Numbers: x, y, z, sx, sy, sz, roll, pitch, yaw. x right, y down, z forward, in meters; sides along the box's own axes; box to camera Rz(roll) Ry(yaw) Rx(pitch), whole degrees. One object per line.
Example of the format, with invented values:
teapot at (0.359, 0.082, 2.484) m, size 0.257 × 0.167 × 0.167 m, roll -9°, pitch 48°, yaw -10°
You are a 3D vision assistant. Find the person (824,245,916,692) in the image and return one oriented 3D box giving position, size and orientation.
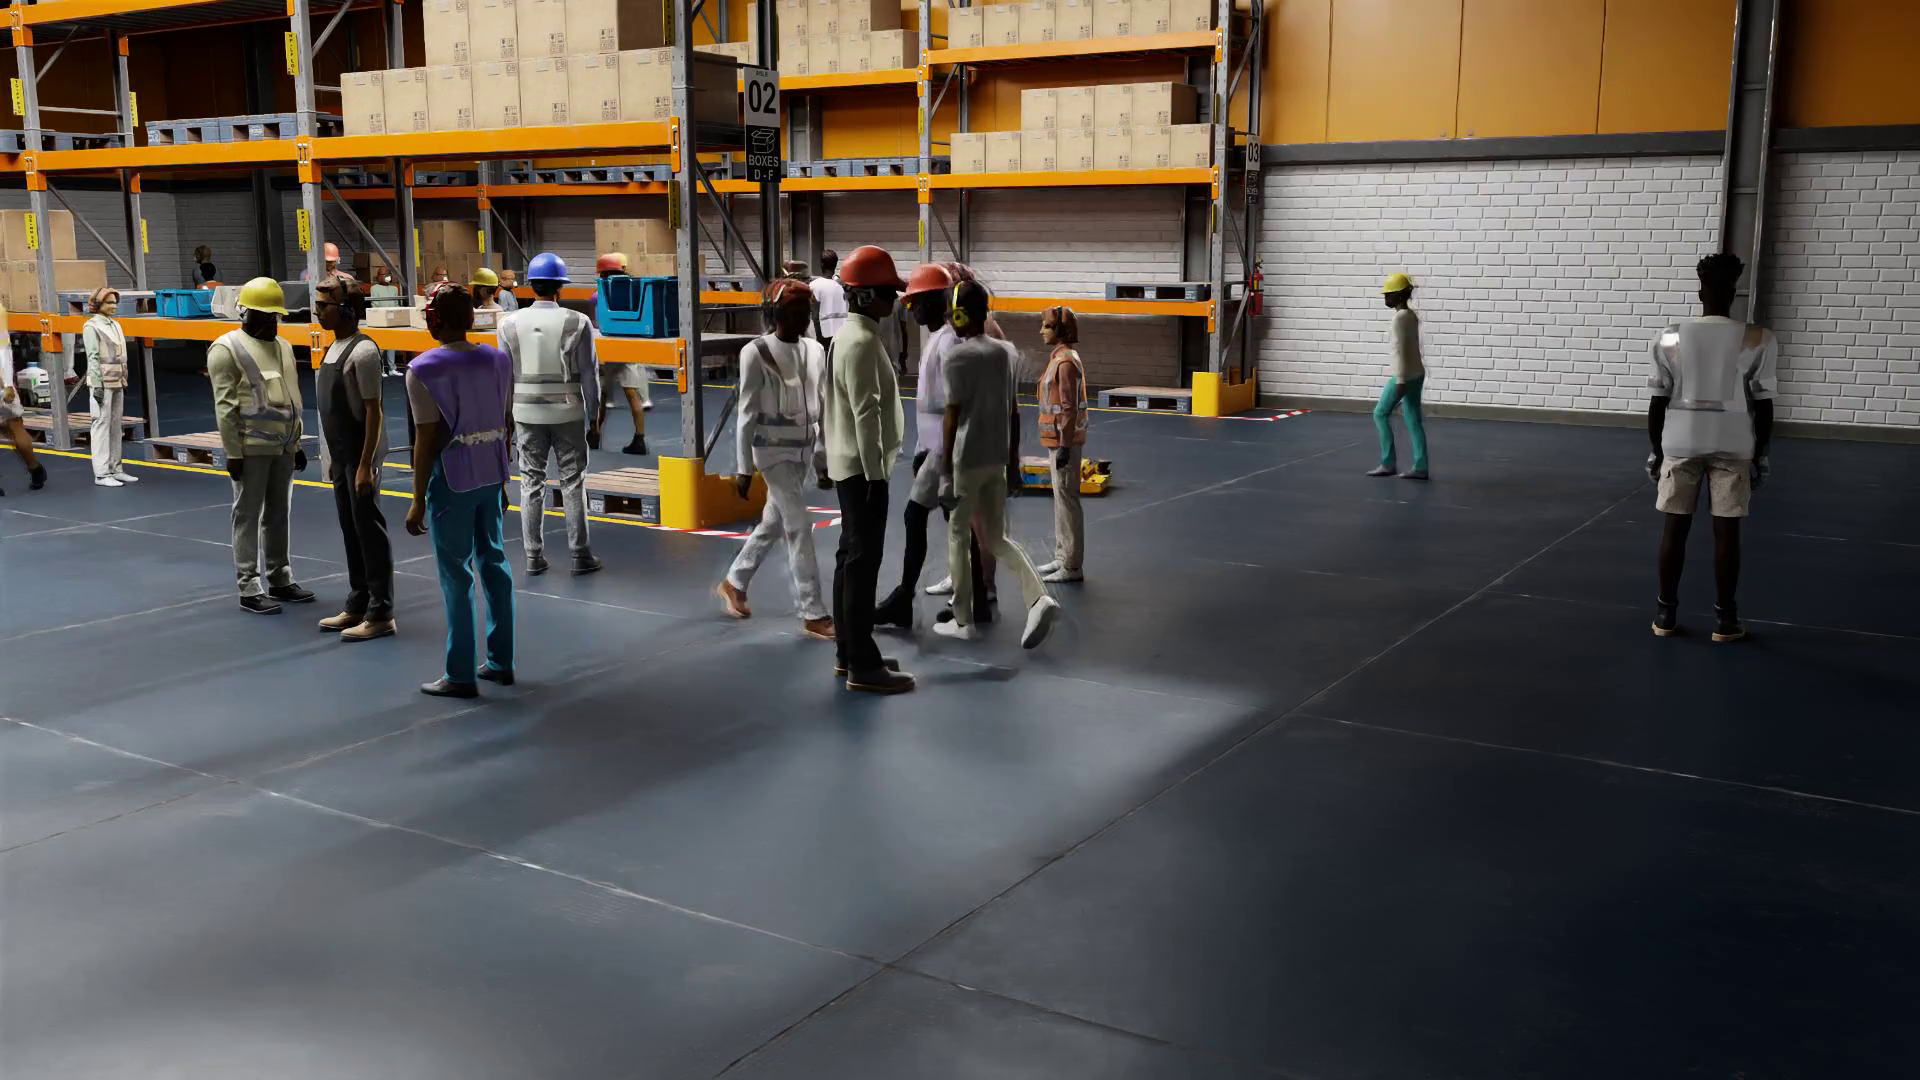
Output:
person at (-0.419, -0.320, 7.529) m, size 0.379 × 1.996 × 0.611 m, roll -2°, pitch 10°, yaw -12°

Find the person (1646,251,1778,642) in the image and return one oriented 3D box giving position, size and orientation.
person at (3.783, -0.465, 8.415) m, size 0.605 × 1.966 × 0.367 m, roll 6°, pitch 12°, yaw 29°

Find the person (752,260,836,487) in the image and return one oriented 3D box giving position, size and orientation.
person at (-1.381, -1.332, 13.507) m, size 0.904 × 1.869 × 0.651 m, roll 2°, pitch 10°, yaw 12°

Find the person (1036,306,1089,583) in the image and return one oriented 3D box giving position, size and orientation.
person at (0.605, -0.566, 9.883) m, size 0.310 × 1.638 × 0.523 m, roll 0°, pitch 10°, yaw -2°

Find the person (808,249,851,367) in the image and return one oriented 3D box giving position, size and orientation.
person at (-1.400, -2.203, 18.179) m, size 0.590 × 1.918 × 0.391 m, roll -7°, pitch 13°, yaw -36°

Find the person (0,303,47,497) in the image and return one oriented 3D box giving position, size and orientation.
person at (-7.700, -1.280, 13.195) m, size 0.570 × 1.869 × 0.885 m, roll 0°, pitch 10°, yaw 3°

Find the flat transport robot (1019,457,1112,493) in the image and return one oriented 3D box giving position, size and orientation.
flat transport robot at (0.488, -0.548, 13.570) m, size 1.431 × 0.197 × 0.652 m, roll 2°, pitch 11°, yaw 13°

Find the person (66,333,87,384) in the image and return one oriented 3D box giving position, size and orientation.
person at (-12.526, -3.119, 23.350) m, size 0.352 × 1.883 × 0.580 m, roll -4°, pitch 11°, yaw -21°

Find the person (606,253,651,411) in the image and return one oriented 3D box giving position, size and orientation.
person at (-3.995, -2.469, 19.789) m, size 0.591 × 1.878 × 1.005 m, roll -8°, pitch 13°, yaw -36°

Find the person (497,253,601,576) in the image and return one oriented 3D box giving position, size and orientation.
person at (-2.468, -0.750, 10.051) m, size 0.613 × 1.943 × 0.405 m, roll 0°, pitch 10°, yaw 2°

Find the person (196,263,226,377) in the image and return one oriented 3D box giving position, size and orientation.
person at (-11.094, -3.269, 24.710) m, size 0.319 × 1.693 × 0.532 m, roll 5°, pitch 11°, yaw 25°

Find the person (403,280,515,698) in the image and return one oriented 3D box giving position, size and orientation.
person at (-2.199, -0.218, 7.376) m, size 0.389 × 1.847 × 0.563 m, roll 6°, pitch 12°, yaw 29°

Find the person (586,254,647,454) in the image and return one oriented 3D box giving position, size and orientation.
person at (-3.308, -1.769, 15.849) m, size 0.568 × 1.883 × 0.984 m, roll -10°, pitch 14°, yaw -44°

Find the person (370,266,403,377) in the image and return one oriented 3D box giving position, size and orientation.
person at (-8.519, -3.242, 24.722) m, size 0.280 × 1.634 × 0.498 m, roll 6°, pitch 12°, yaw 30°

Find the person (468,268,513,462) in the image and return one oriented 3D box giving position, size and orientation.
person at (-4.281, -1.576, 15.119) m, size 0.308 × 1.772 × 0.525 m, roll -8°, pitch 13°, yaw -37°

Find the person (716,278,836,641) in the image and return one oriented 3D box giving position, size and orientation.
person at (-0.957, -0.439, 8.652) m, size 0.996 × 1.840 × 0.587 m, roll 7°, pitch 13°, yaw 35°

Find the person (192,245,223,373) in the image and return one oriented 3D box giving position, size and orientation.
person at (-11.460, -3.508, 25.349) m, size 0.371 × 1.940 × 0.630 m, roll 1°, pitch 10°, yaw 6°

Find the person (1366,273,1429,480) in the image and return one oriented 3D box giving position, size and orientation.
person at (3.692, -1.366, 14.024) m, size 0.626 × 1.736 × 0.589 m, roll 6°, pitch 12°, yaw 31°

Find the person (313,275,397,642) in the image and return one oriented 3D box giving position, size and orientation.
person at (-3.088, -0.410, 8.446) m, size 0.346 × 1.846 × 0.506 m, roll -8°, pitch 13°, yaw -39°

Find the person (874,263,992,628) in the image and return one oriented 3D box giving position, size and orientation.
person at (-0.217, -0.483, 8.707) m, size 0.858 × 1.896 × 0.568 m, roll -1°, pitch 10°, yaw -8°

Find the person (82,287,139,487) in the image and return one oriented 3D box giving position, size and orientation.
person at (-7.037, -1.262, 13.742) m, size 0.312 × 1.636 × 0.518 m, roll -1°, pitch 10°, yaw -3°

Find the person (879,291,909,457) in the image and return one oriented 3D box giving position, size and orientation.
person at (-0.730, -1.699, 15.520) m, size 0.514 × 1.872 × 0.328 m, roll -3°, pitch 11°, yaw -16°

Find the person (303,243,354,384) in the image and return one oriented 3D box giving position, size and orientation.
person at (-7.529, -2.554, 19.940) m, size 0.611 × 1.985 × 0.393 m, roll -7°, pitch 12°, yaw -33°

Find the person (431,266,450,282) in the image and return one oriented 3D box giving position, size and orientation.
person at (-7.798, -3.290, 25.015) m, size 0.277 × 1.629 × 0.496 m, roll 5°, pitch 11°, yaw 27°

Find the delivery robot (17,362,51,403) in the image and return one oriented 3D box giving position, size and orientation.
delivery robot at (-11.106, -1.888, 19.937) m, size 0.707 × 0.478 × 0.477 m, roll 8°, pitch 13°, yaw 35°

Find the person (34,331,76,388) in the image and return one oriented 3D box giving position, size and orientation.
person at (-12.270, -2.923, 22.451) m, size 0.538 × 1.815 × 0.607 m, roll 2°, pitch 10°, yaw 10°

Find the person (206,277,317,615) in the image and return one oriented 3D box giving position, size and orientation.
person at (-3.800, -0.517, 9.102) m, size 0.403 × 1.822 × 0.586 m, roll 3°, pitch 11°, yaw 16°

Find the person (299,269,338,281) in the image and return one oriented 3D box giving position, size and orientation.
person at (-9.555, -3.405, 24.996) m, size 0.665 × 1.867 × 0.932 m, roll -5°, pitch 11°, yaw -24°

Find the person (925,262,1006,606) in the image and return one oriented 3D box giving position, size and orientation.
person at (0.001, -0.595, 9.327) m, size 0.398 × 1.905 × 0.662 m, roll -5°, pitch 11°, yaw -26°

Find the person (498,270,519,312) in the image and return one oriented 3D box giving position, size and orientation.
person at (-5.950, -2.750, 21.996) m, size 0.265 × 1.632 × 0.508 m, roll 0°, pitch 10°, yaw 0°

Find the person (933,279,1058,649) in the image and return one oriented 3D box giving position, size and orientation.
person at (0.151, -0.364, 8.233) m, size 0.572 × 1.838 × 0.728 m, roll -9°, pitch 13°, yaw -40°
